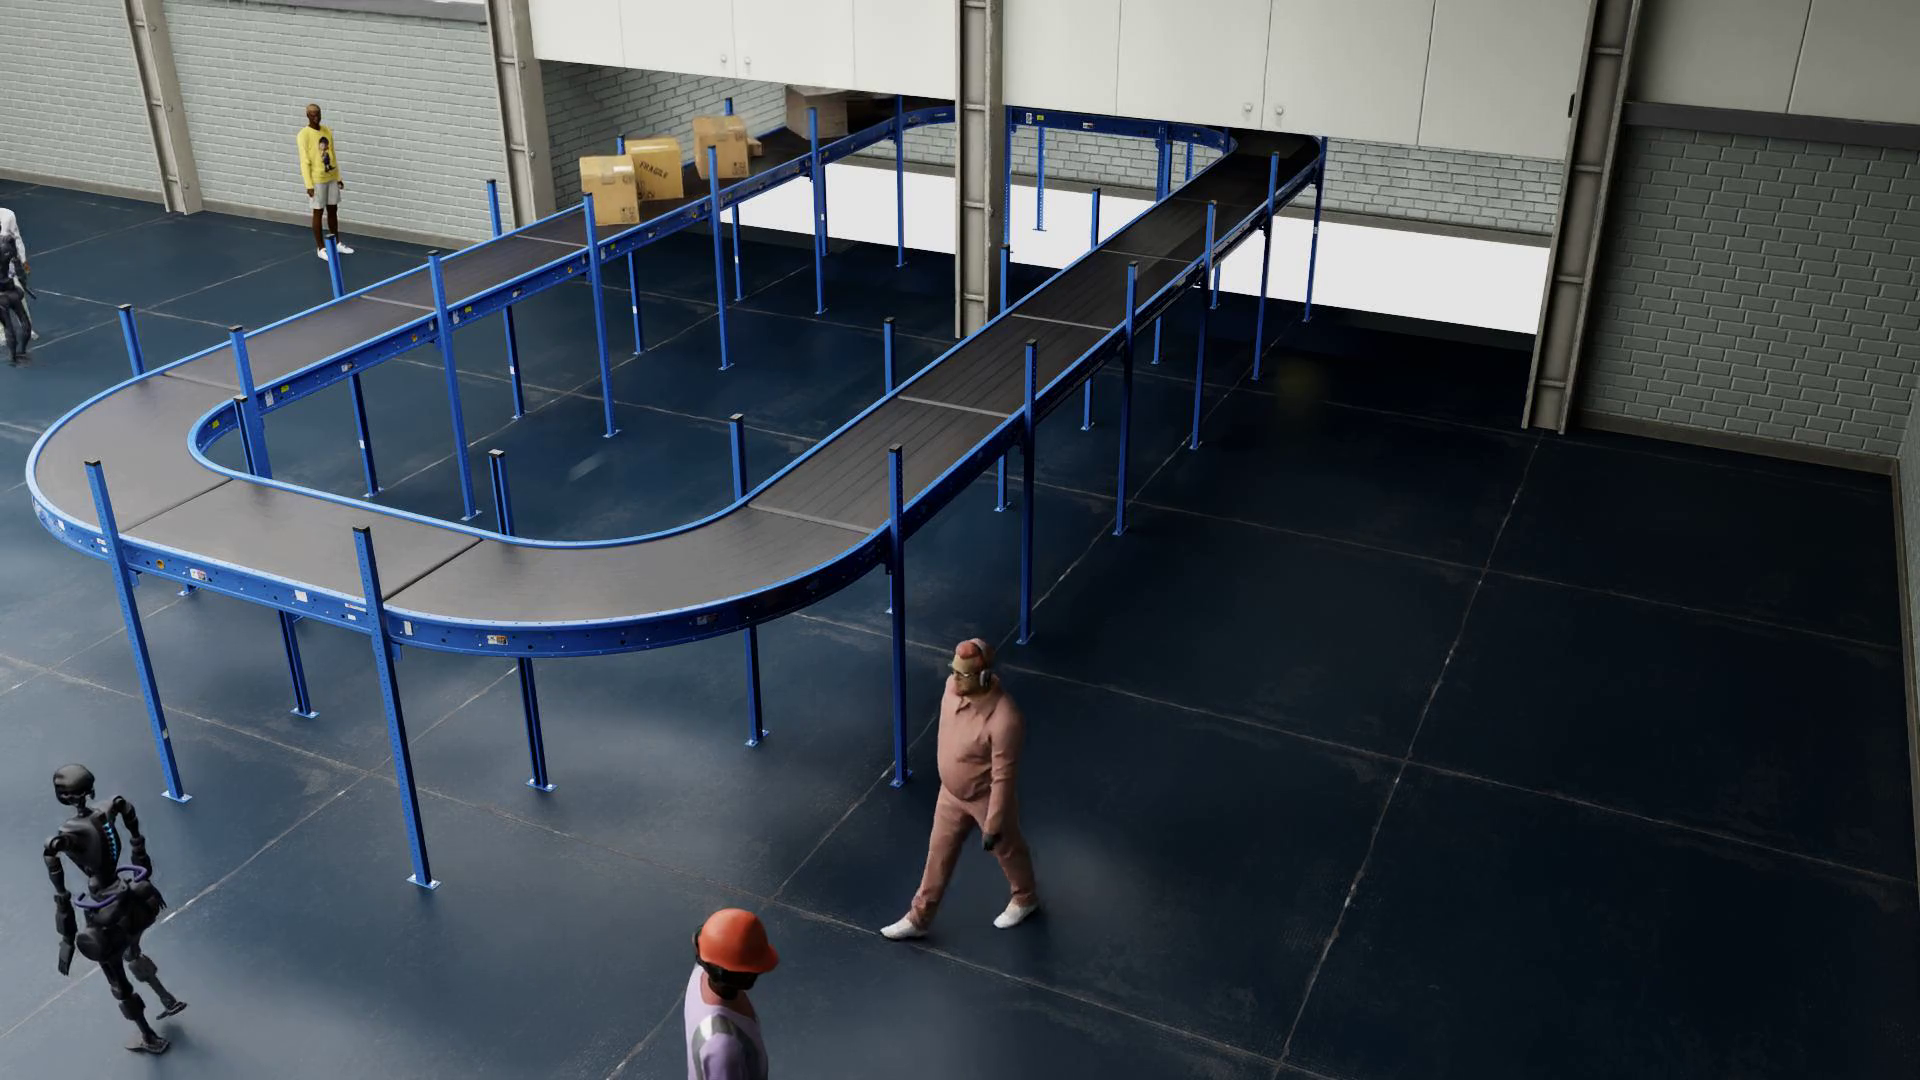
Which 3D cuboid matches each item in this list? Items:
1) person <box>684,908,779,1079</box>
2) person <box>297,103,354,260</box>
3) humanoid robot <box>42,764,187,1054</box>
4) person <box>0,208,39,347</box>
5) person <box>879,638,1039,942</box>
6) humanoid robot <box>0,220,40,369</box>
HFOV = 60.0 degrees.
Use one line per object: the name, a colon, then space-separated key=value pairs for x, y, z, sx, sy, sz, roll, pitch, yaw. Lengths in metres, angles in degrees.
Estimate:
person: x=-0.904 y=2.336 z=6.786 sx=0.400 sy=2.035 sz=0.607 roll=-6 pitch=27 yaw=-12
person: x=-7.897 y=-4.451 z=20.613 sx=0.379 sy=1.899 sz=0.543 roll=13 pitch=29 yaw=24
humanoid robot: x=-4.175 y=1.836 z=8.193 sx=0.356 sy=1.652 sz=0.609 roll=9 pitch=28 yaw=17
person: x=-10.252 y=-2.953 z=17.756 sx=0.572 sy=1.748 sz=0.341 roll=-23 pitch=35 yaw=-39
person: x=0.044 y=1.376 z=8.911 sx=0.982 sy=1.863 sz=0.664 roll=-18 pitch=31 yaw=-31
humanoid robot: x=-9.803 y=-2.560 z=17.061 sx=0.384 sy=1.636 sz=0.601 roll=7 pitch=27 yaw=13
